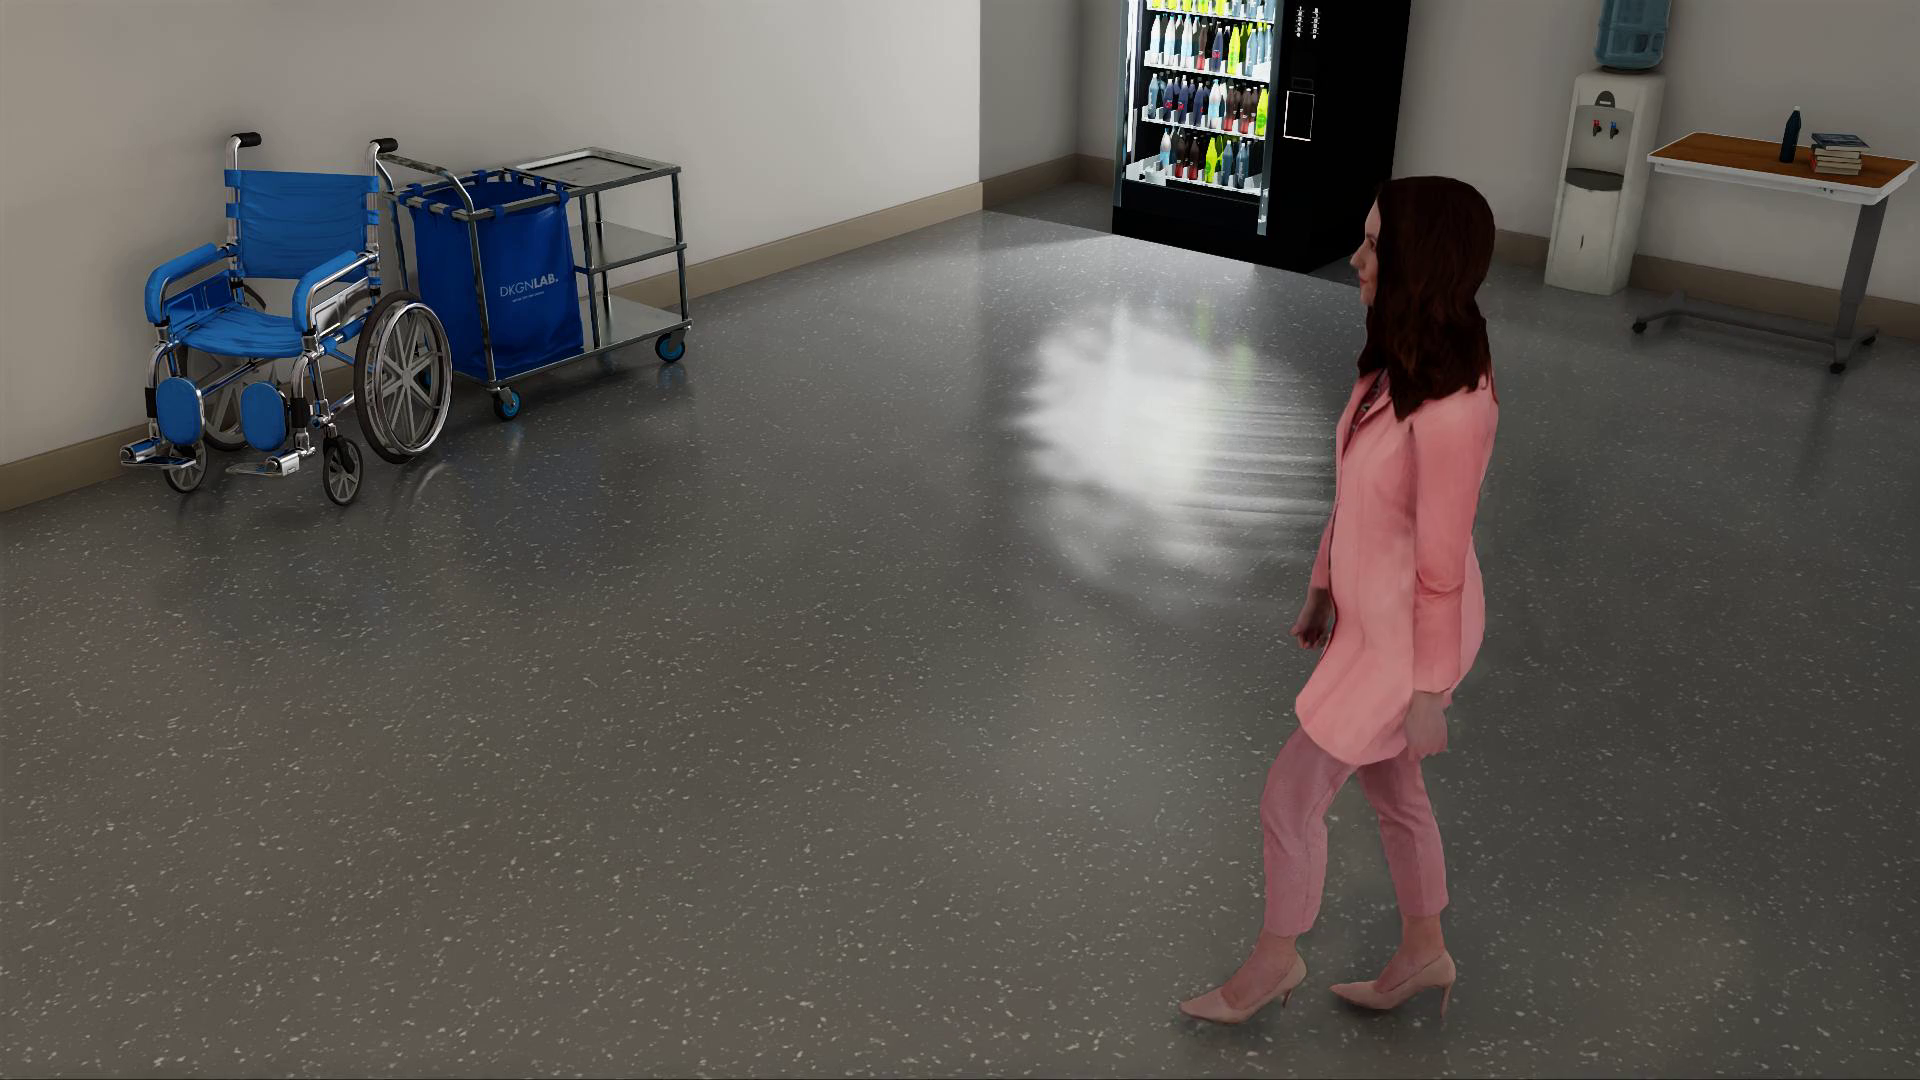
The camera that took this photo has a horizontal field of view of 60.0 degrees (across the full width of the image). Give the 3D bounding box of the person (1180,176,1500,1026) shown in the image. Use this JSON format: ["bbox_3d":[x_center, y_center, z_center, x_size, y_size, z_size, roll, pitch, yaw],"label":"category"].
[{"bbox_3d":[0.911,0.213,3.166,0.949,1.780,0.866,2,26,4],"label":"person"}]
